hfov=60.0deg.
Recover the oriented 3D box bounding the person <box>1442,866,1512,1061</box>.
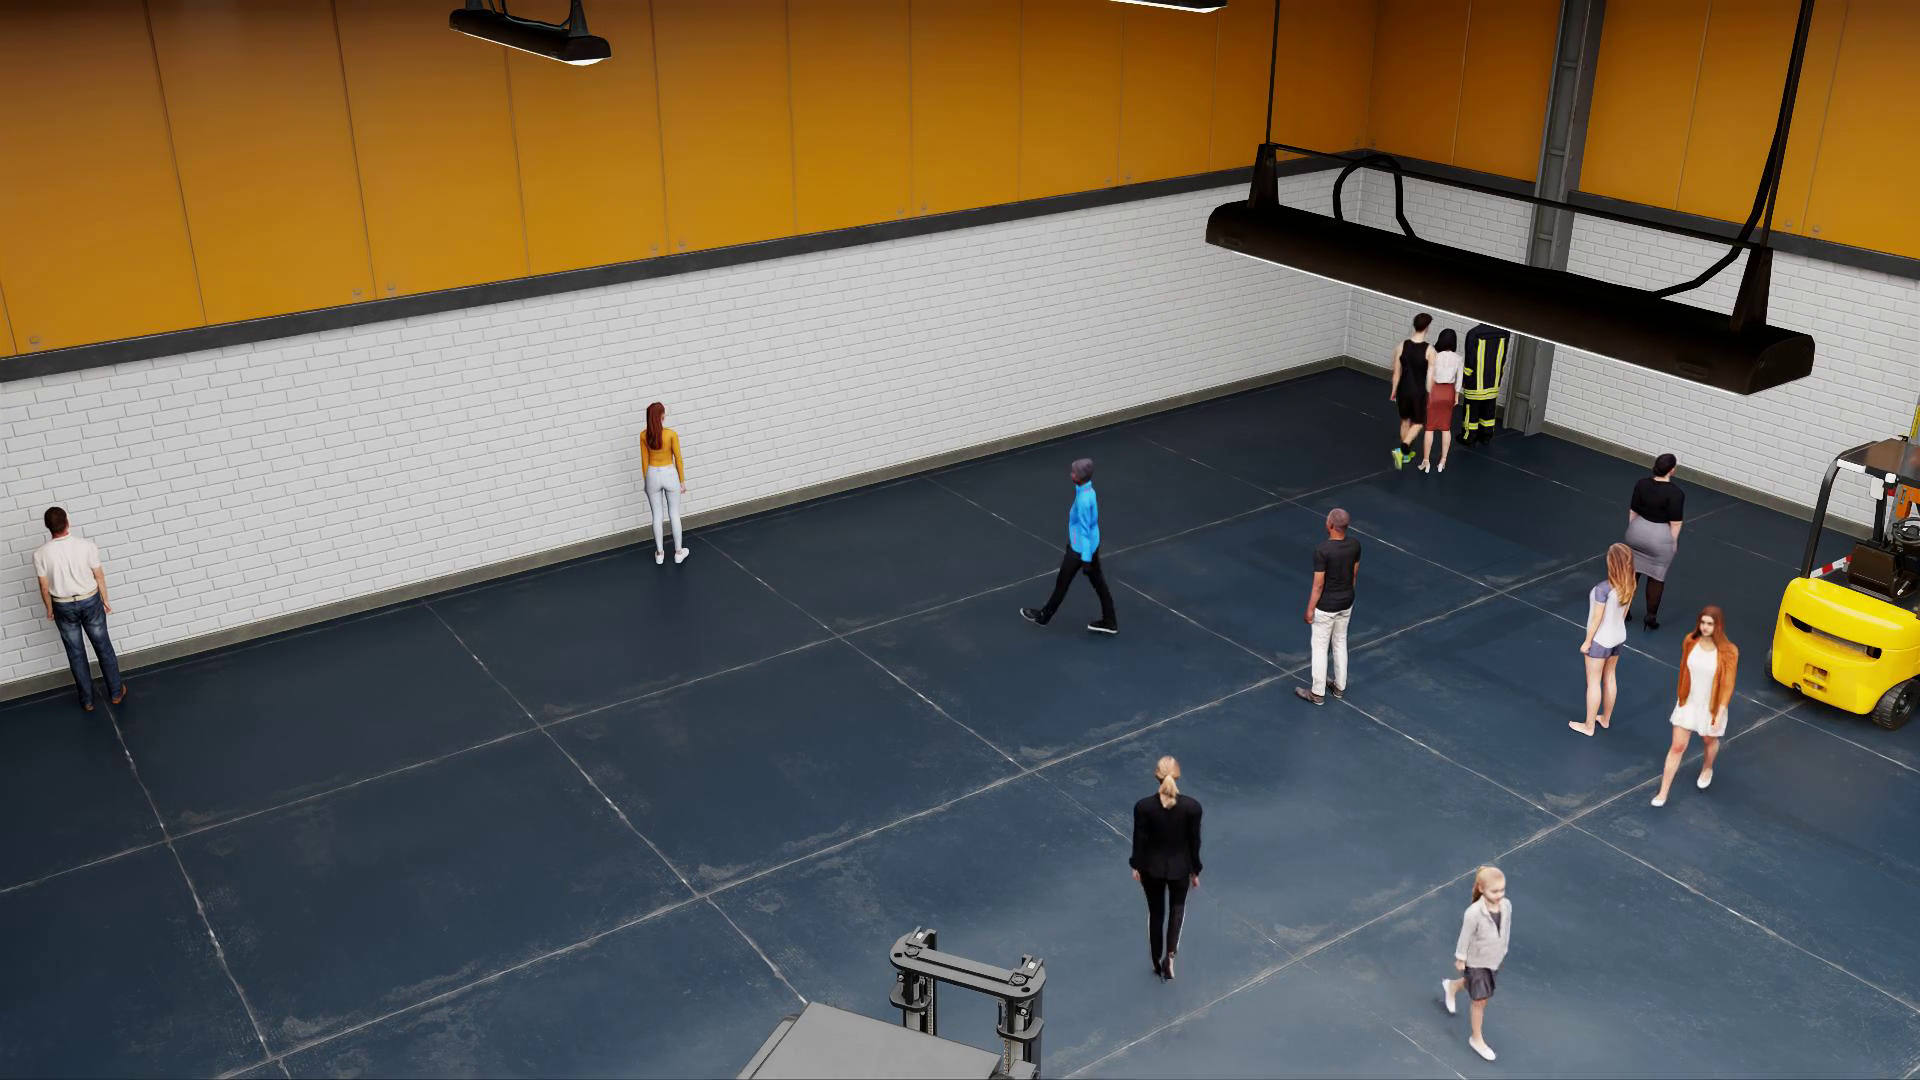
[{"bbox_3d":[3.263,2.595,10.512,0.621,1.257,0.886,-10,25,-21],"label":"person"}]

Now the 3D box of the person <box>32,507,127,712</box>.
[{"bbox_3d":[-7.627,0.583,14.369,0.679,1.854,0.601,-12,26,-26],"label":"person"}]

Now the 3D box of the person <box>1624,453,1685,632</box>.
[{"bbox_3d":[6.564,0.007,15.804,0.727,1.759,0.567,-18,29,-35],"label":"person"}]

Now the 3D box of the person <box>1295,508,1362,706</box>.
[{"bbox_3d":[3.230,0.569,14.462,0.686,1.804,0.602,-13,27,-27],"label":"person"}]

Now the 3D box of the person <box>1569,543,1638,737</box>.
[{"bbox_3d":[5.431,0.828,13.959,0.598,1.733,0.551,-14,27,-28],"label":"person"}]

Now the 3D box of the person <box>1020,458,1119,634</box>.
[{"bbox_3d":[1.257,0.109,15.588,1.220,1.745,1.122,5,24,12],"label":"person"}]

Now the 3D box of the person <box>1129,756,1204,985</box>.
[{"bbox_3d":[1.343,2.213,10.835,0.783,1.698,0.837,2,24,5],"label":"person"}]

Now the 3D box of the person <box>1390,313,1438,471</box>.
[{"bbox_3d":[5.334,-1.721,19.614,1.074,1.874,0.950,16,28,32],"label":"person"}]

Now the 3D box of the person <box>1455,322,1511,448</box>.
[{"bbox_3d":[6.431,-2.054,20.442,0.842,1.822,0.820,-5,24,-11],"label":"person"}]

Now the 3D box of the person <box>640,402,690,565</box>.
[{"bbox_3d":[-3.078,-0.598,17.201,0.680,1.749,0.705,0,24,-1],"label":"person"}]

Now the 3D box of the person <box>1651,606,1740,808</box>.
[{"bbox_3d":[5.859,1.269,13.033,1.125,1.667,0.874,18,29,35],"label":"person"}]

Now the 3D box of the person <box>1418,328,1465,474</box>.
[{"bbox_3d":[5.656,-1.641,19.585,0.673,1.751,0.690,-1,24,-1],"label":"person"}]
